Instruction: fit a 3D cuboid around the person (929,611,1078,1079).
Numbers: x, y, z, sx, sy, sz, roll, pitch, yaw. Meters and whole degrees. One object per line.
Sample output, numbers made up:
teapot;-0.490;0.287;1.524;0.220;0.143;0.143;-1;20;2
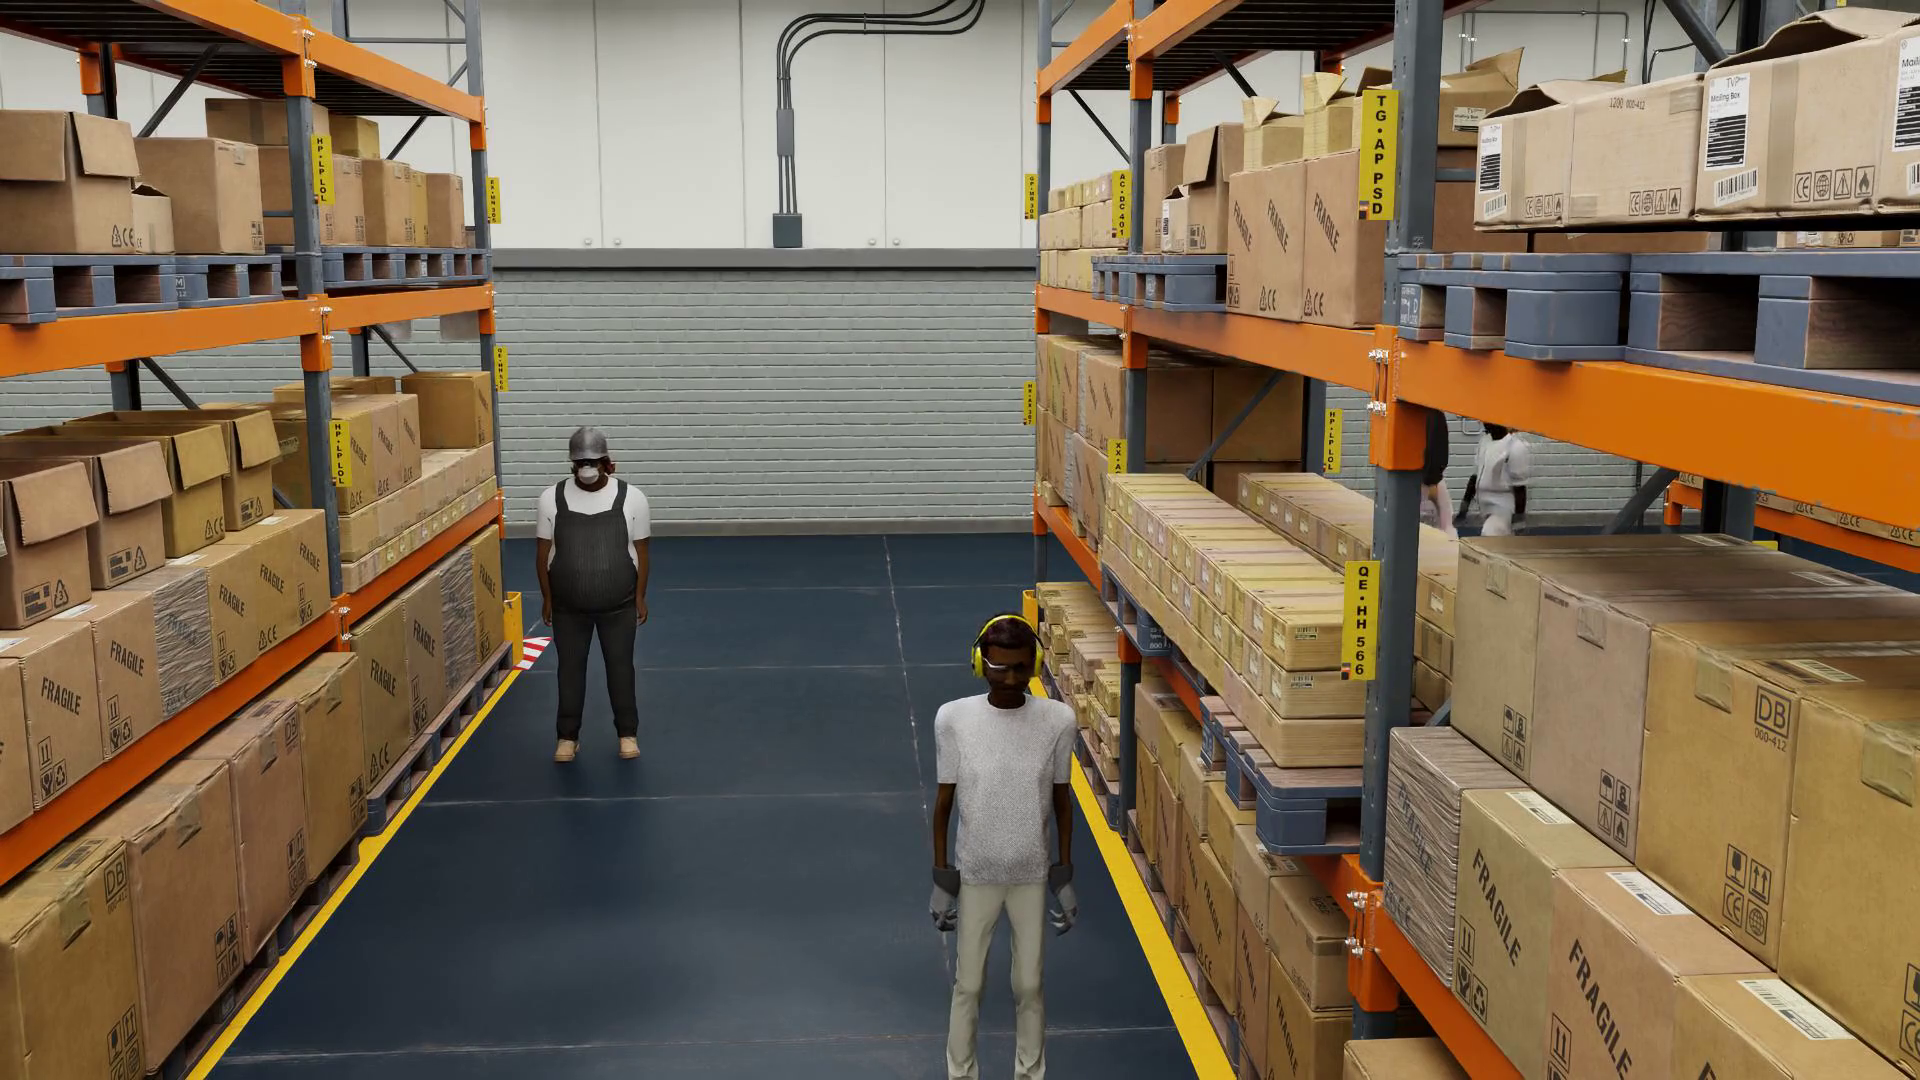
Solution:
person;0.148;1.159;5.647;0.507;1.865;0.329;-1;10;-6

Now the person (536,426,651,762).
person;-2.201;0.326;10.024;0.682;2.000;0.537;-2;10;-10

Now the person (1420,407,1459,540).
person;4.499;-0.572;15.583;1.004;1.942;0.642;6;12;34

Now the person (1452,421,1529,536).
person;4.279;-0.226;13.615;0.903;1.927;0.608;-1;10;-6
